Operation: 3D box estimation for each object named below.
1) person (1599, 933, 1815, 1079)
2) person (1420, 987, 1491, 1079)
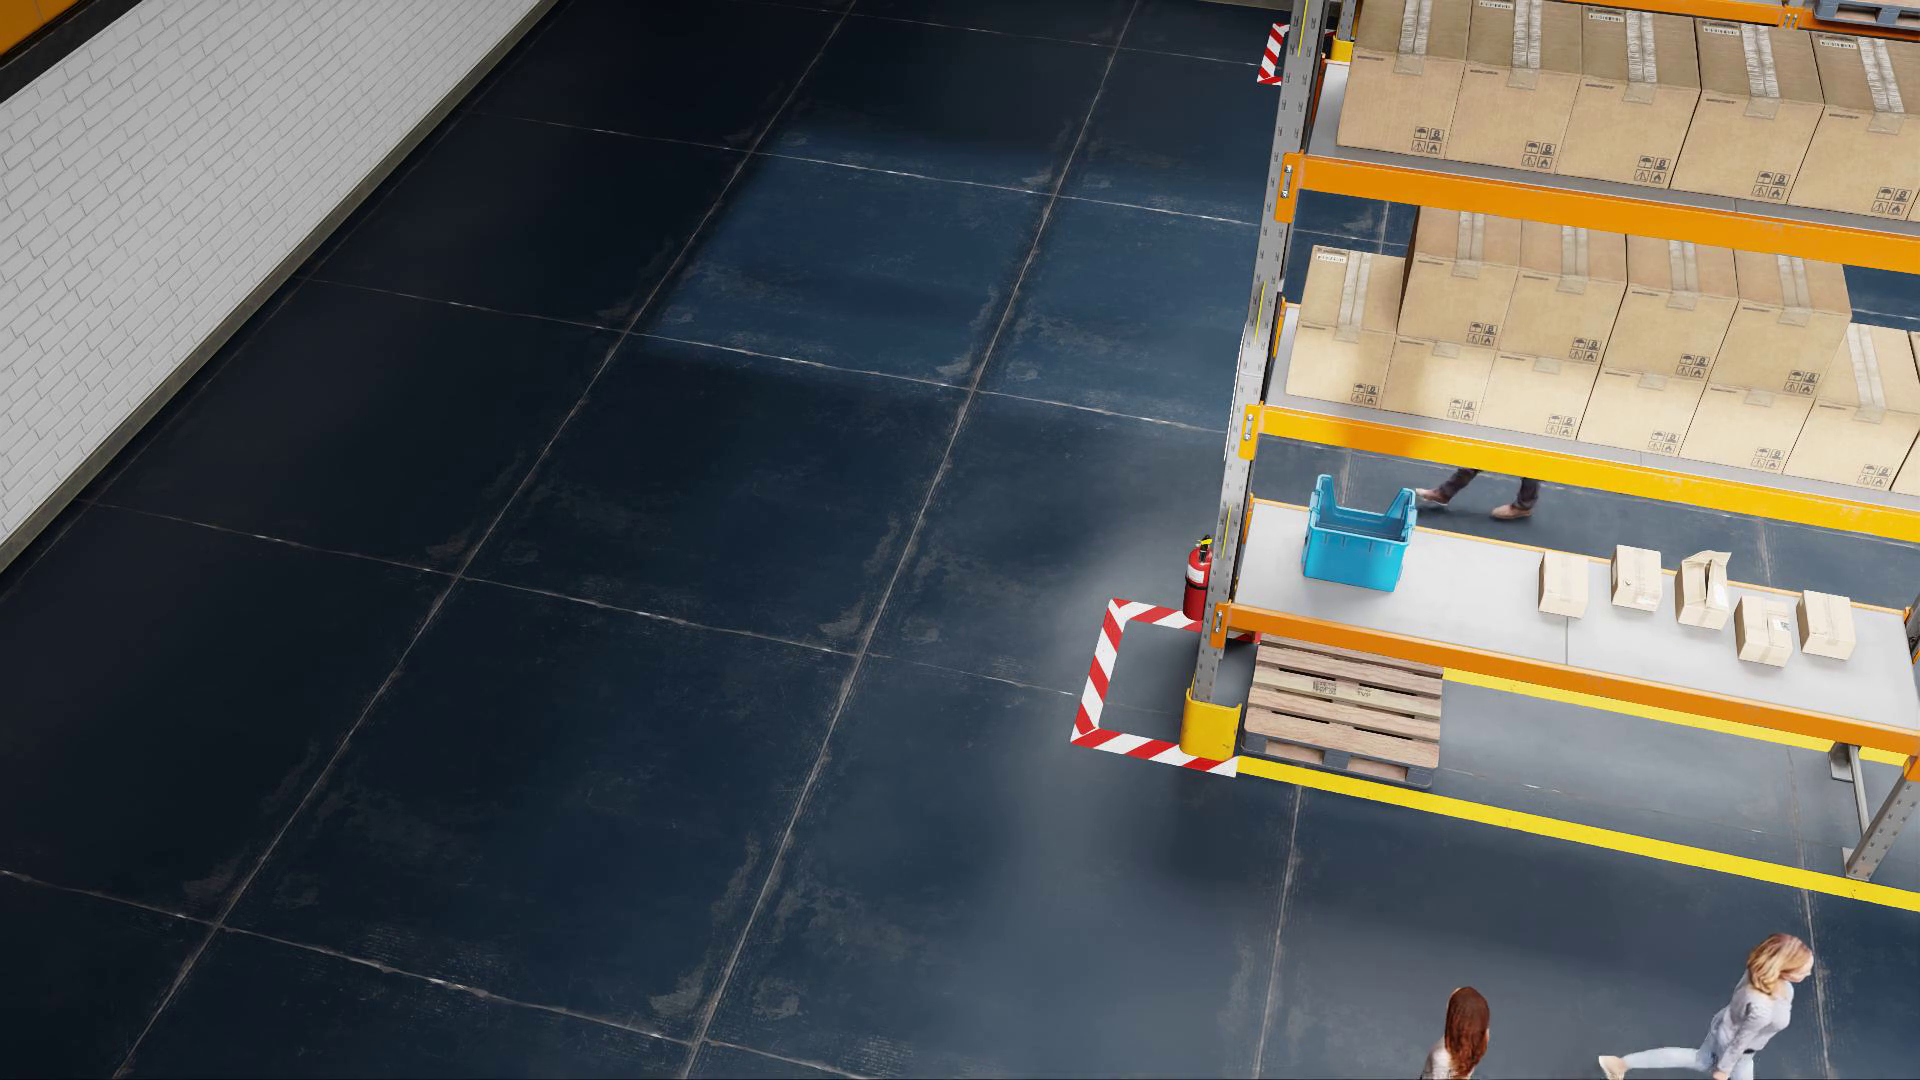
[{"bbox_3d":[3.751,2.444,8.242,1.144,1.771,0.787,21,47,21],"label":"person"},{"bbox_3d":[2.408,2.735,8.154,0.650,1.473,0.677,-33,53,-30],"label":"person"}]
